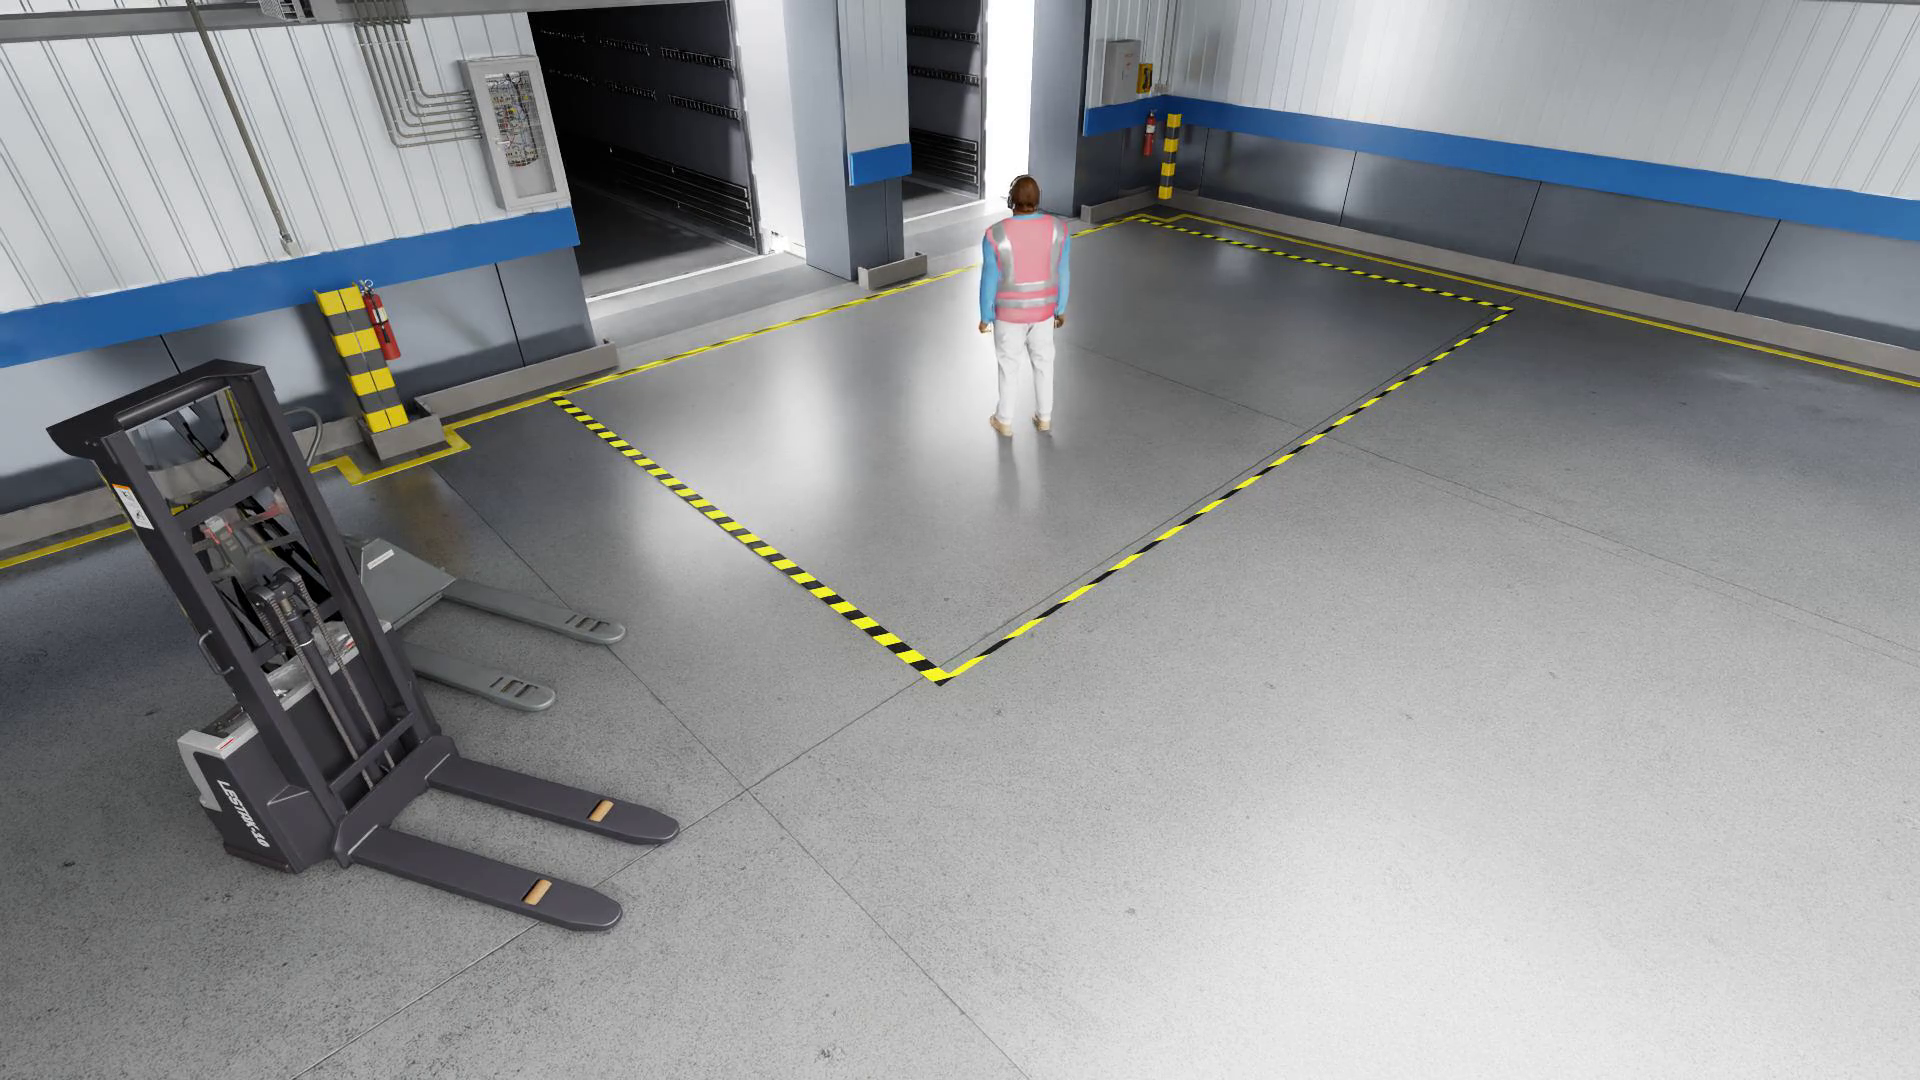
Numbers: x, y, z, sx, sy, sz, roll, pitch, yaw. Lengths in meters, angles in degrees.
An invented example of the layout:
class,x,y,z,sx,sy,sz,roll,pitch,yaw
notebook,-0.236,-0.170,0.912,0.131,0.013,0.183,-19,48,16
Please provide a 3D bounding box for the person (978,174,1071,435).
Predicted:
class,x,y,z,sx,sy,sz,roll,pitch,yaw
person,0.447,-1.610,6.497,0.659,1.841,0.431,-8,35,-12

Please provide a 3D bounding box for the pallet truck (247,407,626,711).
class,x,y,z,sx,sy,sz,roll,pitch,yaw
pallet truck,-2.628,0.038,4.590,1.601,1.201,0.680,12,36,18

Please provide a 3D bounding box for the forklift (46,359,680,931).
class,x,y,z,sx,sy,sz,roll,pitch,yaw
forklift,-2.135,0.422,3.354,1.885,1.965,0.823,10,35,14
